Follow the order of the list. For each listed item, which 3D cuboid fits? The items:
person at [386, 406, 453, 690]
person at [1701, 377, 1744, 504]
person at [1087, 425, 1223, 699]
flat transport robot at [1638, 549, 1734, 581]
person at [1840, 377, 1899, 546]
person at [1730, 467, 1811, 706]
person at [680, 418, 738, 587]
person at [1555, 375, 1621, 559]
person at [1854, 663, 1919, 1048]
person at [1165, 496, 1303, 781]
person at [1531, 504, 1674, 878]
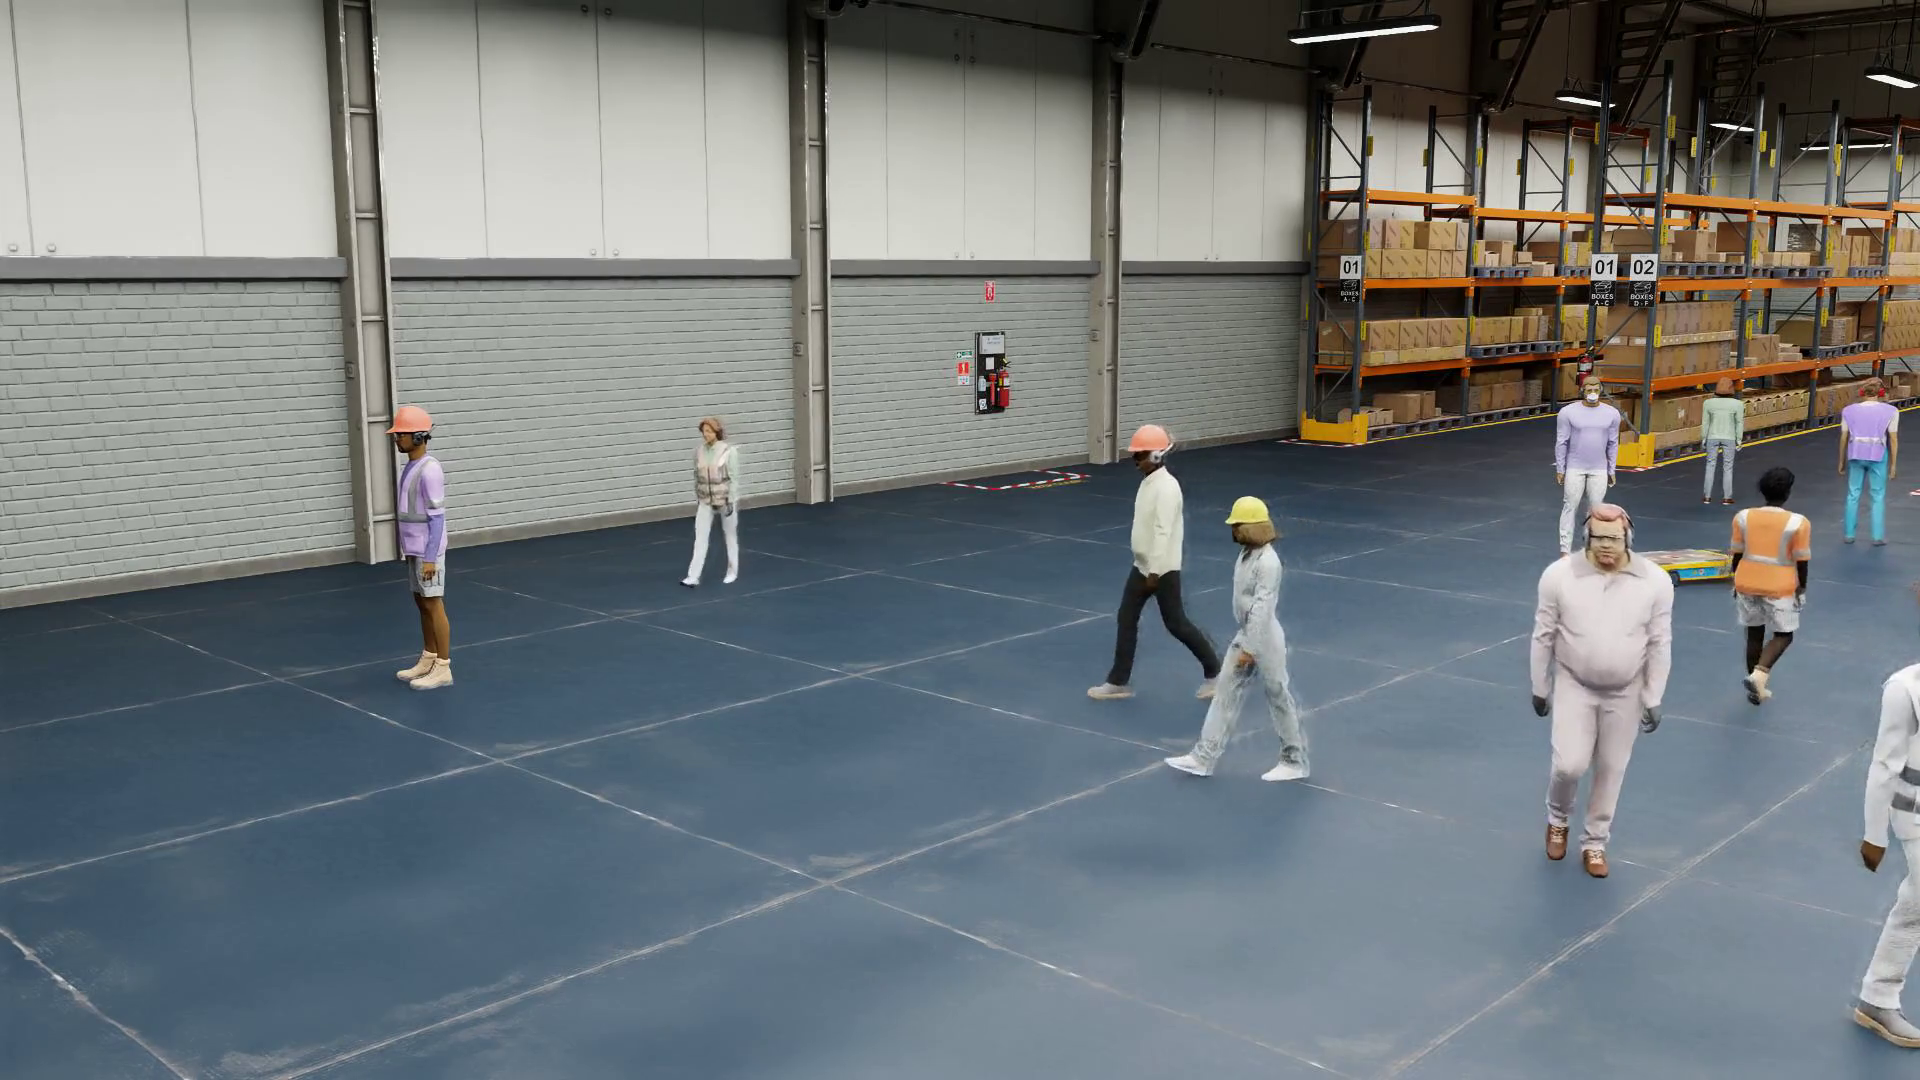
[{"bbox_3d":[-3.898,0.056,12.001,0.377,2.045,0.605,-6,11,-32],"label":"person"},{"bbox_3d":[9.769,-1.271,21.332,0.500,1.636,0.282,6,11,33],"label":"person"},{"bbox_3d":[1.437,0.166,11.627,0.982,1.958,0.615,-2,10,-15],"label":"person"},{"bbox_3d":[6.971,0.256,16.171,1.431,0.197,0.652,-3,10,-18],"label":"flat transport robot"},{"bbox_3d":[9.902,-0.852,18.143,0.569,1.843,0.374,8,12,40],"label":"person"},{"bbox_3d":[5.518,0.334,11.410,0.555,1.679,0.539,-8,12,-41],"label":"person"},{"bbox_3d":[-2.345,-0.339,15.735,0.527,1.598,0.826,4,10,21],"label":"person"},{"bbox_3d":[6.413,-0.716,17.031,0.631,1.939,0.370,1,9,5],"label":"person"},{"bbox_3d":[3.754,1.106,6.184,0.594,1.841,0.939,-3,10,-17],"label":"person"},{"bbox_3d":[1.655,0.598,9.748,0.865,1.700,0.496,-2,10,-14],"label":"person"},{"bbox_3d":[3.180,0.751,8.268,0.642,1.887,0.426,2,10,14],"label":"person"}]
